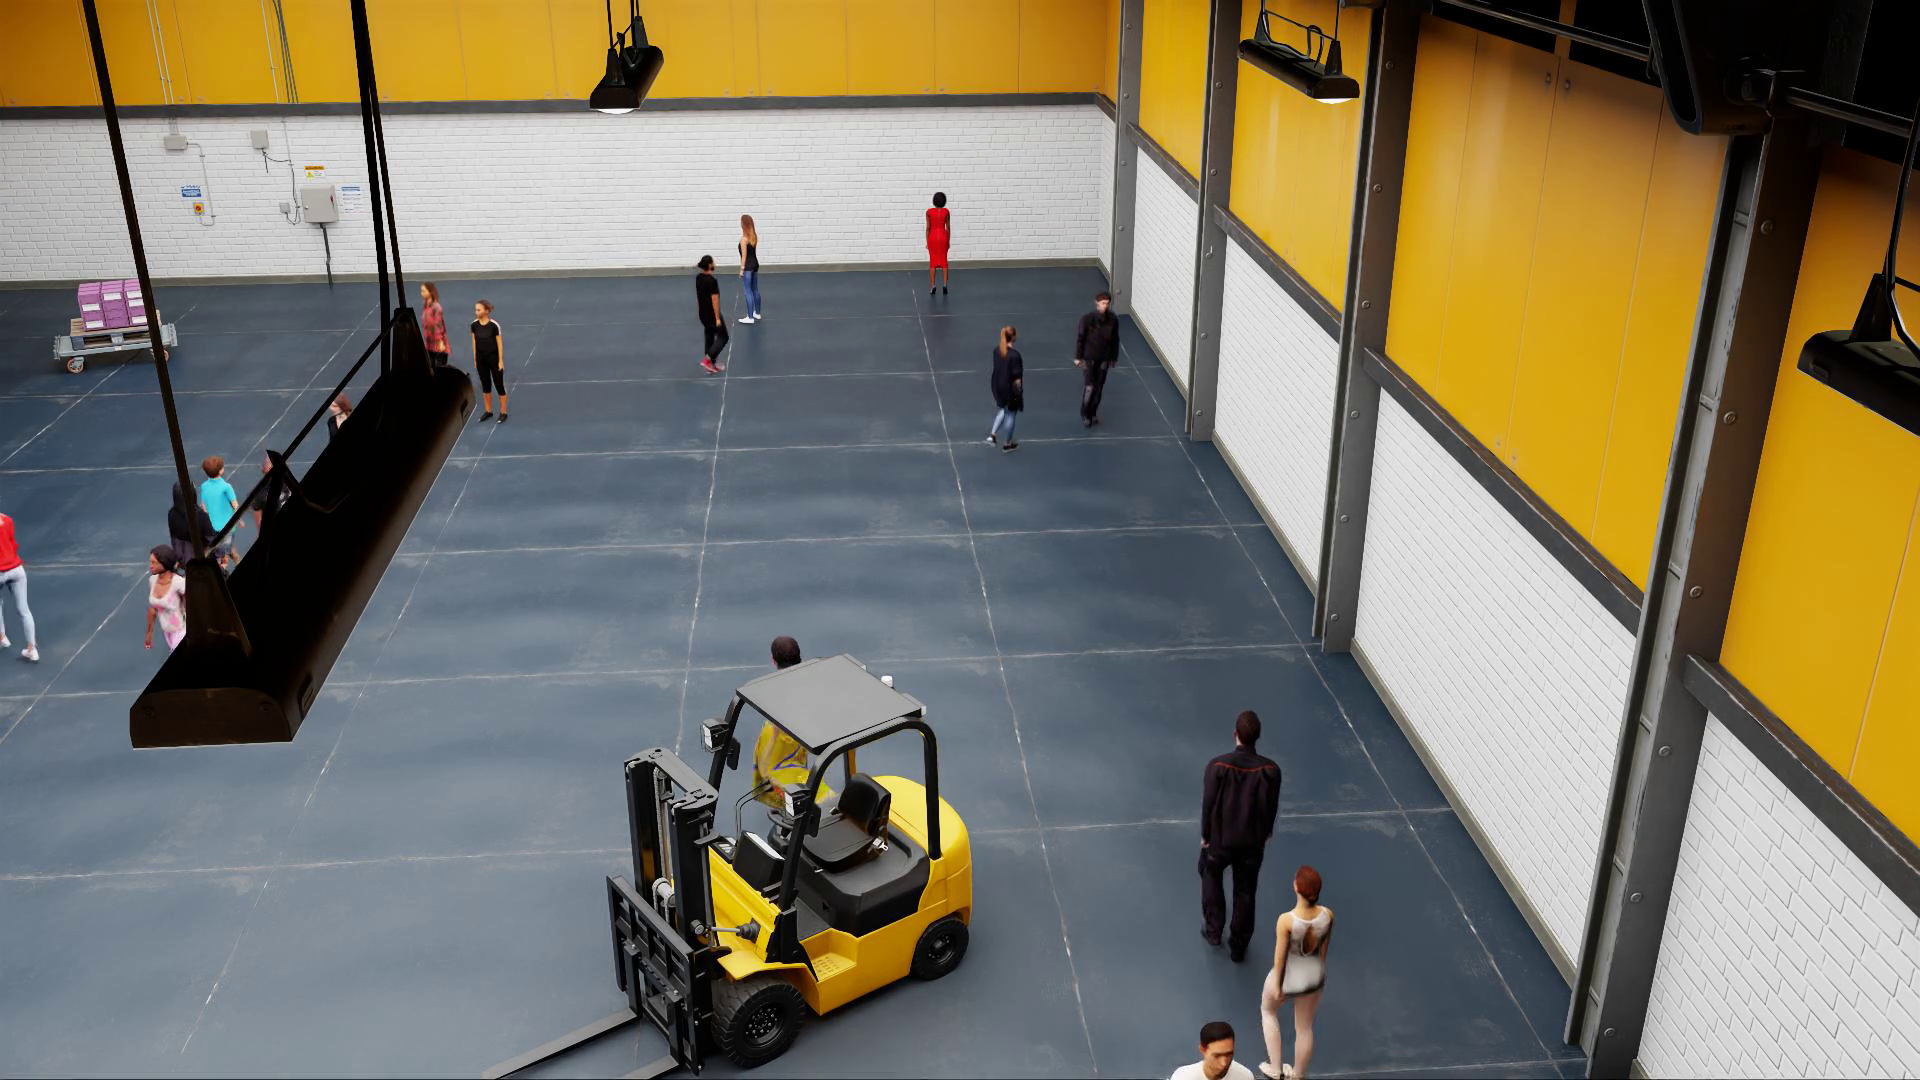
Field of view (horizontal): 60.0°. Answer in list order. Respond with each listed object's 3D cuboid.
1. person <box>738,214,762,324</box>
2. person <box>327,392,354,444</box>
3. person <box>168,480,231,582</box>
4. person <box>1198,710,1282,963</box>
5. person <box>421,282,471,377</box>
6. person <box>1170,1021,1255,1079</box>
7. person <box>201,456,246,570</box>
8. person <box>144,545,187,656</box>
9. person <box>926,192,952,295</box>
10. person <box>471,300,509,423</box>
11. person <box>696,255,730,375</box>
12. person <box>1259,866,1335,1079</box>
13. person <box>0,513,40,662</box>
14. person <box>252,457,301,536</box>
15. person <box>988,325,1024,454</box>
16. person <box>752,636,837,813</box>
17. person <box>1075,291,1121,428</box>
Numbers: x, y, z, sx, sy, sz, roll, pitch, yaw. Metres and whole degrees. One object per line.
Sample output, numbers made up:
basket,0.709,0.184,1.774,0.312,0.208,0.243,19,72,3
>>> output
person,-3.355,-4.333,26.508,0.725,1.723,0.606,9,25,19
person,-6.807,-0.848,18.559,0.649,1.705,0.614,6,24,14
person,-7.548,0.194,16.305,0.981,1.601,1.223,10,26,22
person,1.923,2.111,11.555,0.730,1.893,0.698,1,24,3
person,-7.125,-2.714,22.850,0.949,1.687,0.994,21,31,39
person,1.294,3.282,9.020,0.651,1.778,0.881,-2,24,-4
person,-7.714,-0.135,17.293,0.773,1.413,1.042,6,24,14
person,-6.834,0.820,14.729,0.875,1.717,1.001,13,27,27
person,-0.368,-5.005,28.026,0.576,1.739,0.497,-3,24,-7
person,-6.265,-2.402,22.161,0.642,1.668,0.621,6,24,14
person,-3.646,-3.209,23.902,0.876,1.752,0.810,-19,30,-37
person,2.140,2.777,10.357,0.586,1.633,0.566,-5,24,-11
person,-9.049,0.376,15.825,1.046,1.652,0.994,17,29,34
person,-6.747,-0.023,16.587,0.999,1.772,1.168,-16,28,-32
person,0.533,-1.874,20.947,0.903,1.672,0.849,-21,31,-39
person,-1.284,1.540,13.177,1.090,1.641,1.108,9,25,20
person,1.775,-2.424,22.025,0.802,1.817,0.776,-6,24,-14
